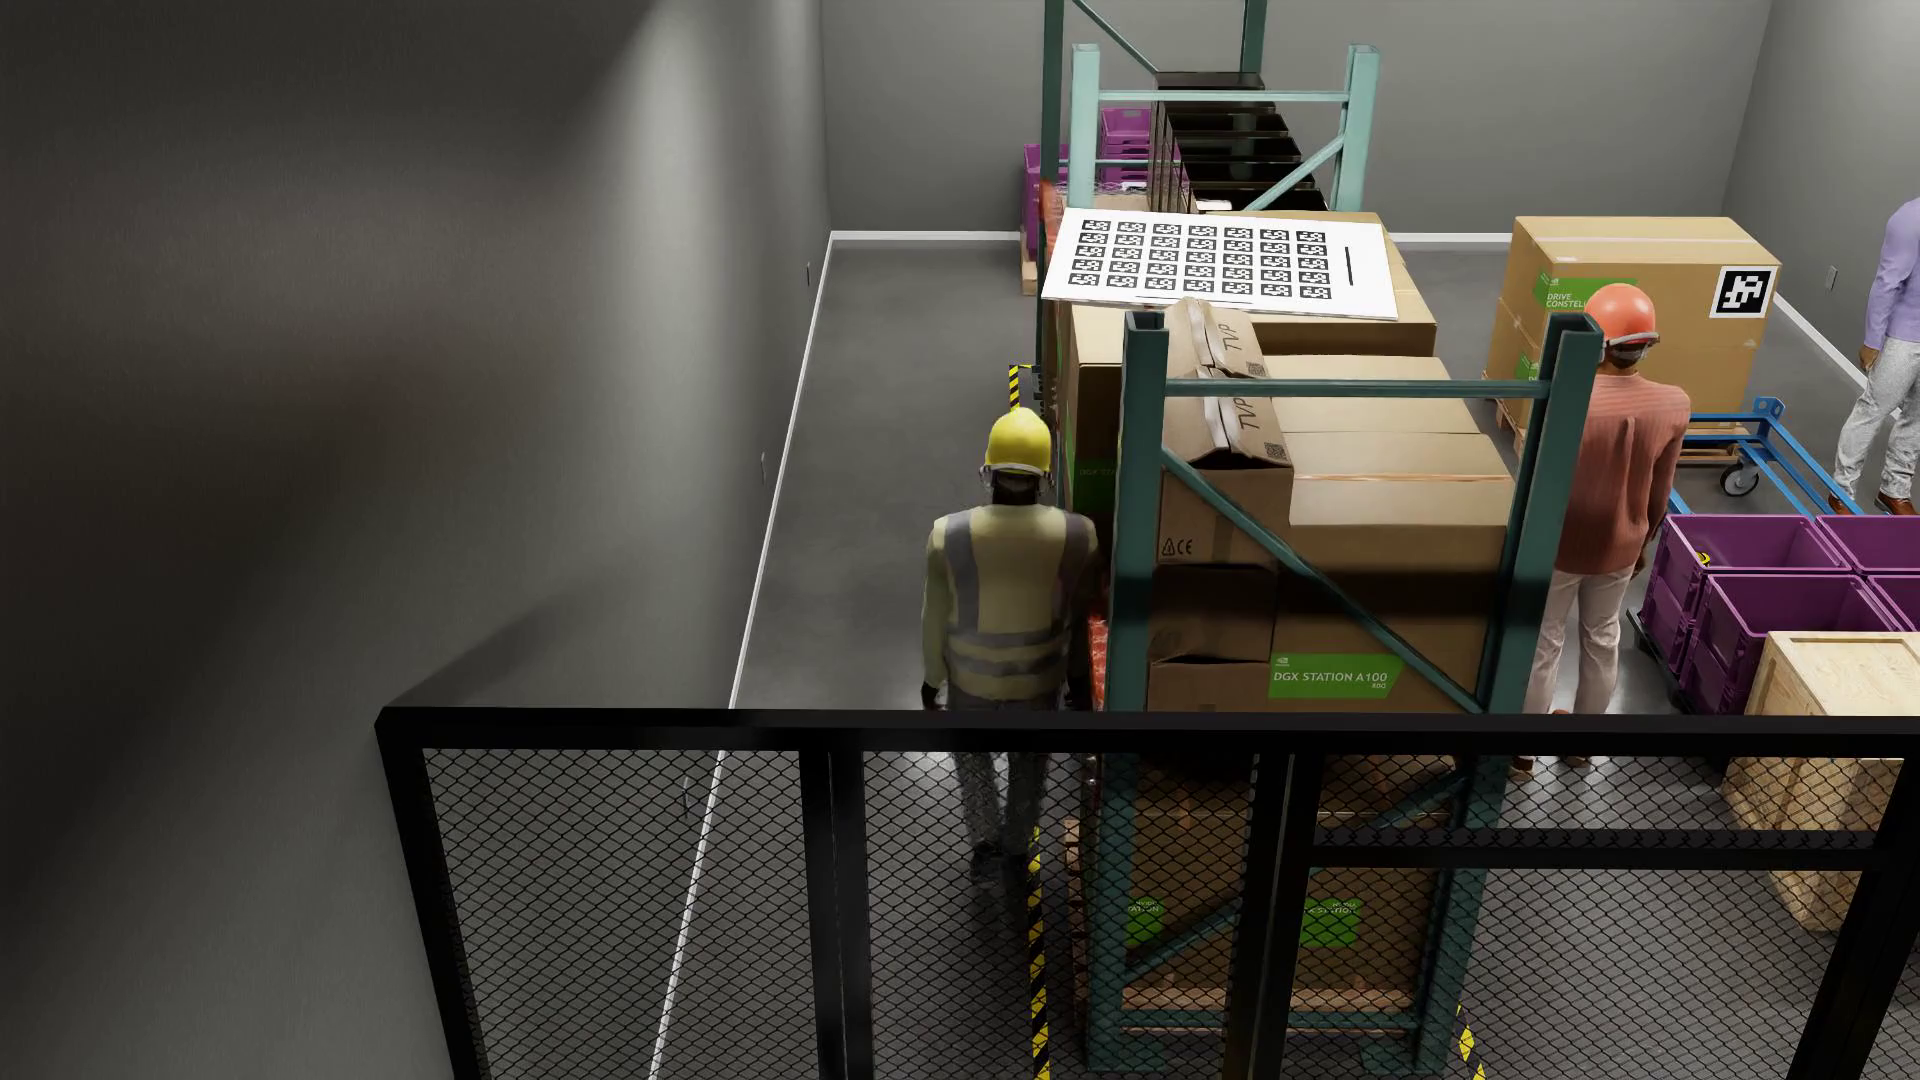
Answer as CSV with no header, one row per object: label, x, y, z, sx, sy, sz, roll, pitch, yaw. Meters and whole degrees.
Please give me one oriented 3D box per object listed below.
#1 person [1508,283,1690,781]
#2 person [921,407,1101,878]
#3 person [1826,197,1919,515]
person,2.286,0.003,6.159,0.612,1.992,0.402,-6,32,-11
person,0.164,0.409,5.657,0.608,1.810,0.443,-3,31,-6
person,4.527,-0.944,7.784,0.629,1.940,0.372,-1,31,-2
